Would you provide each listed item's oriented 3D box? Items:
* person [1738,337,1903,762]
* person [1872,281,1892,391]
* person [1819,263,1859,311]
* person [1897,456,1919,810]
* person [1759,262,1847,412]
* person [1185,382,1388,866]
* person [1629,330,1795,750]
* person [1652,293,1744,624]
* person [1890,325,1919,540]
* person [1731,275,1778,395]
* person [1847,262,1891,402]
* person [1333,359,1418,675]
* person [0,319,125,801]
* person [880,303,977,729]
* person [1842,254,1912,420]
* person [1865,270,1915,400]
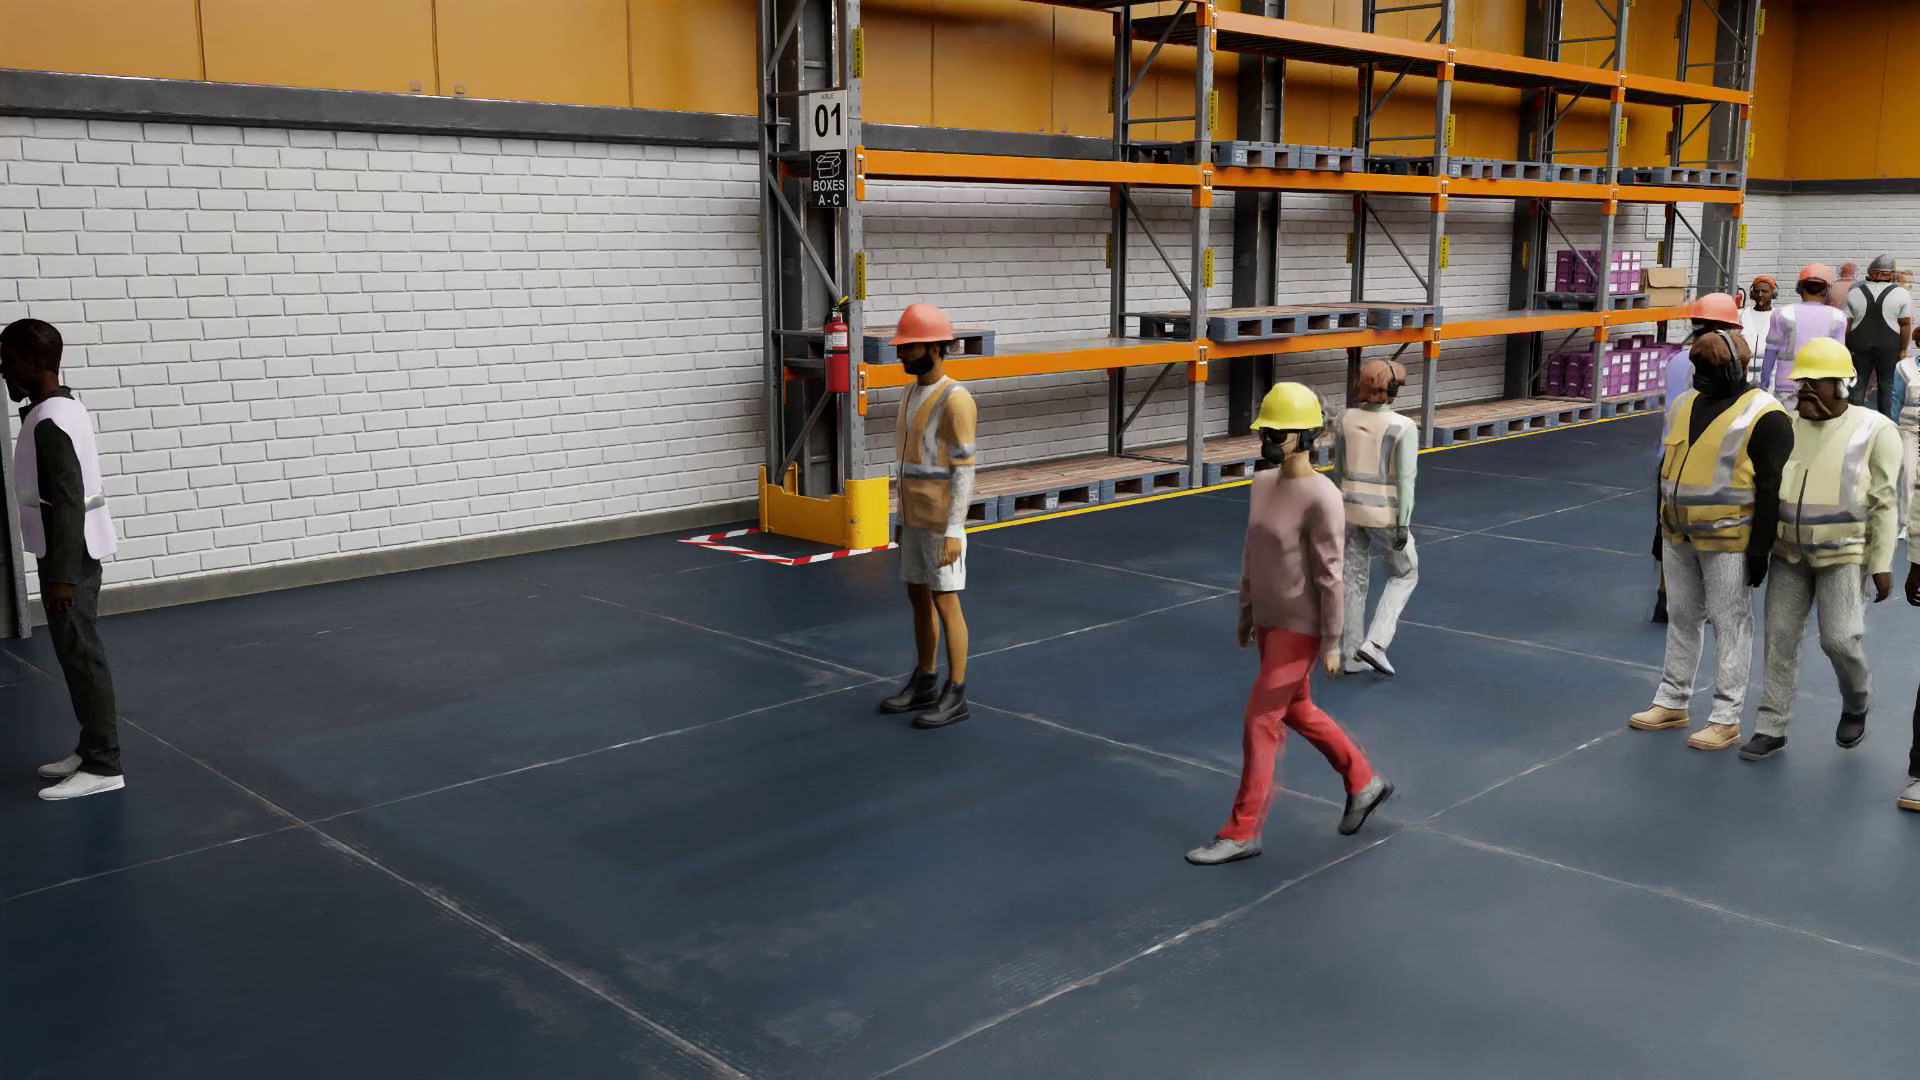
[{"bbox_3d":[3.647,0.047,7.084,0.579,1.820,0.638,-7,13,-34],"label":"person"},{"bbox_3d":[13.251,-3.103,24.047,0.655,1.899,0.589,8,13,36],"label":"person"},{"bbox_3d":[12.386,-2.958,23.367,0.654,1.850,0.953,4,11,20],"label":"person"},{"bbox_3d":[3.960,0.095,6.350,0.623,1.992,0.396,6,12,28],"label":"person"},{"bbox_3d":[7.046,-1.301,13.901,0.631,2.018,0.633,1,10,6],"label":"person"},{"bbox_3d":[1.229,0.286,6.000,0.856,1.731,0.527,-3,11,-18],"label":"person"},{"bbox_3d":[3.300,-0.002,7.325,0.430,1.837,0.623,-4,11,-21],"label":"person"},{"bbox_3d":[4.237,-0.454,9.566,0.471,1.910,0.573,0,10,-2],"label":"person"},{"bbox_3d":[7.219,-0.823,12.388,0.523,1.613,0.665,9,14,40],"label":"person"},{"bbox_3d":[7.221,-1.453,15.097,0.573,1.883,0.354,6,12,31],"label":"person"},{"bbox_3d":[12.410,-2.862,22.719,0.642,1.900,0.927,4,11,23],"label":"person"},{"bbox_3d":[2.098,-0.102,8.436,0.368,1.629,0.519,-10,14,-43],"label":"person"},{"bbox_3d":[-3.586,0.074,6.680,0.376,1.915,0.599,-5,12,-26],"label":"person"},{"bbox_3d":[-0.158,-0.107,7.610,0.370,1.935,0.550,-7,12,-32],"label":"person"},{"bbox_3d":[10.187,-2.154,18.488,0.693,2.000,0.537,9,13,39],"label":"person"},{"bbox_3d":[10.667,-2.160,19.049,0.673,1.848,1.020,-5,11,-24],"label":"person"}]
